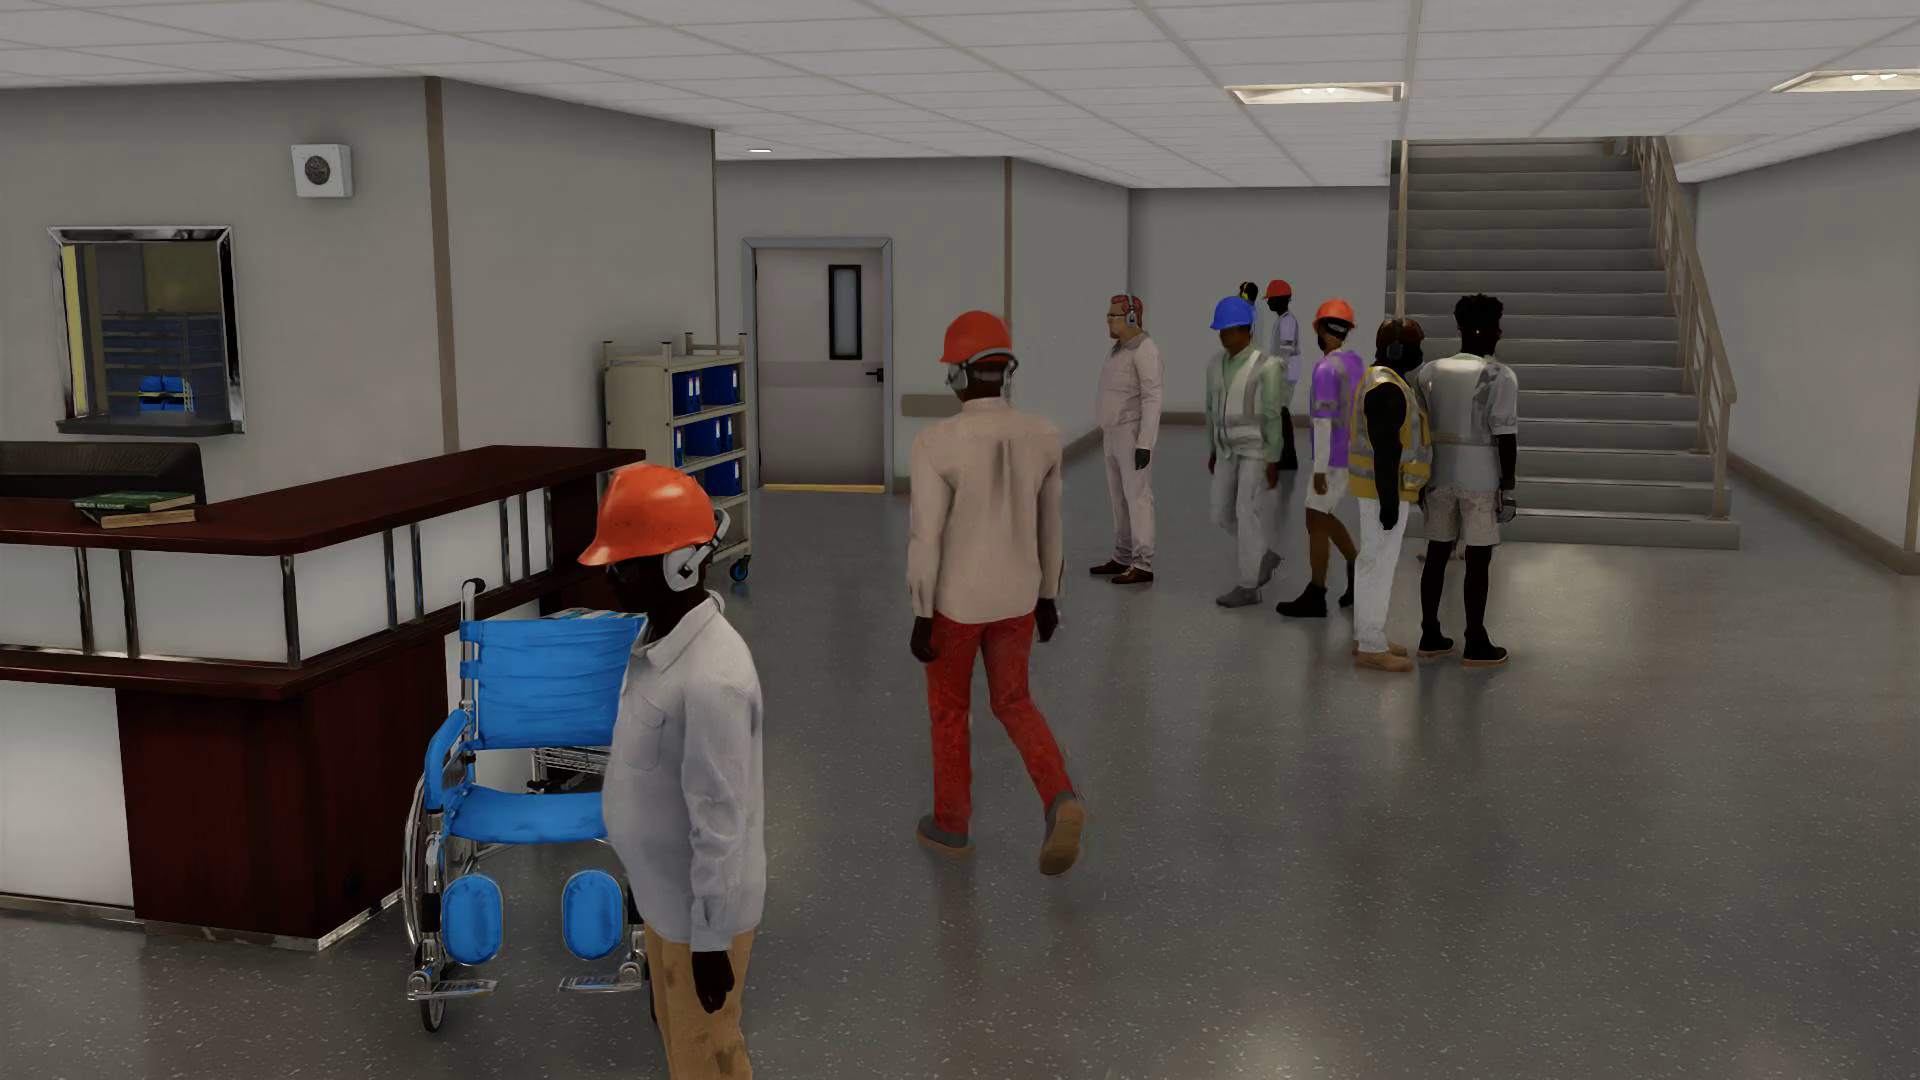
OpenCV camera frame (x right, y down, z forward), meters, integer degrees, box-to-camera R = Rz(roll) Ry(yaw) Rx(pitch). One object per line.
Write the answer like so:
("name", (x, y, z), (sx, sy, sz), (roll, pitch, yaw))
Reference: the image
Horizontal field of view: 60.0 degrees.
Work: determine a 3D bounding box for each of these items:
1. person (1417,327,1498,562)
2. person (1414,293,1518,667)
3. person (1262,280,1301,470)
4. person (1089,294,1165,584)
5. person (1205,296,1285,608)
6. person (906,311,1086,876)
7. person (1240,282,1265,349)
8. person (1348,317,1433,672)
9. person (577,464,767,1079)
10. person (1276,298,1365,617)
("person", (3.541, -0.736, 11.699), (0.505, 1.829, 0.574), (0, 10, 1))
("person", (2.677, -0.319, 8.812), (0.363, 1.962, 0.612), (-8, 13, -39))
("person", (3.272, -1.681, 16.952), (0.420, 1.923, 0.561), (1, 10, 5))
("person", (1.094, -0.668, 11.042), (0.403, 1.906, 0.651), (-3, 10, -17))
("person", (1.781, -0.549, 10.305), (0.621, 1.918, 0.648), (-7, 12, -35))
("person", (0.119, 0.198, 5.752), (0.631, 1.971, 0.801), (-6, 11, -31))
("person", (3.388, -2.081, 19.481), (0.310, 1.864, 0.534), (7, 12, 35))
("person", (2.252, -0.243, 8.740), (0.429, 1.839, 0.633), (2, 10, 11))
("person", (-0.584, 0.708, 3.414), (0.352, 1.743, 0.564), (-4, 10, -21))
("person", (2.272, -0.491, 9.986), (0.471, 1.904, 0.597), (6, 11, 31))
